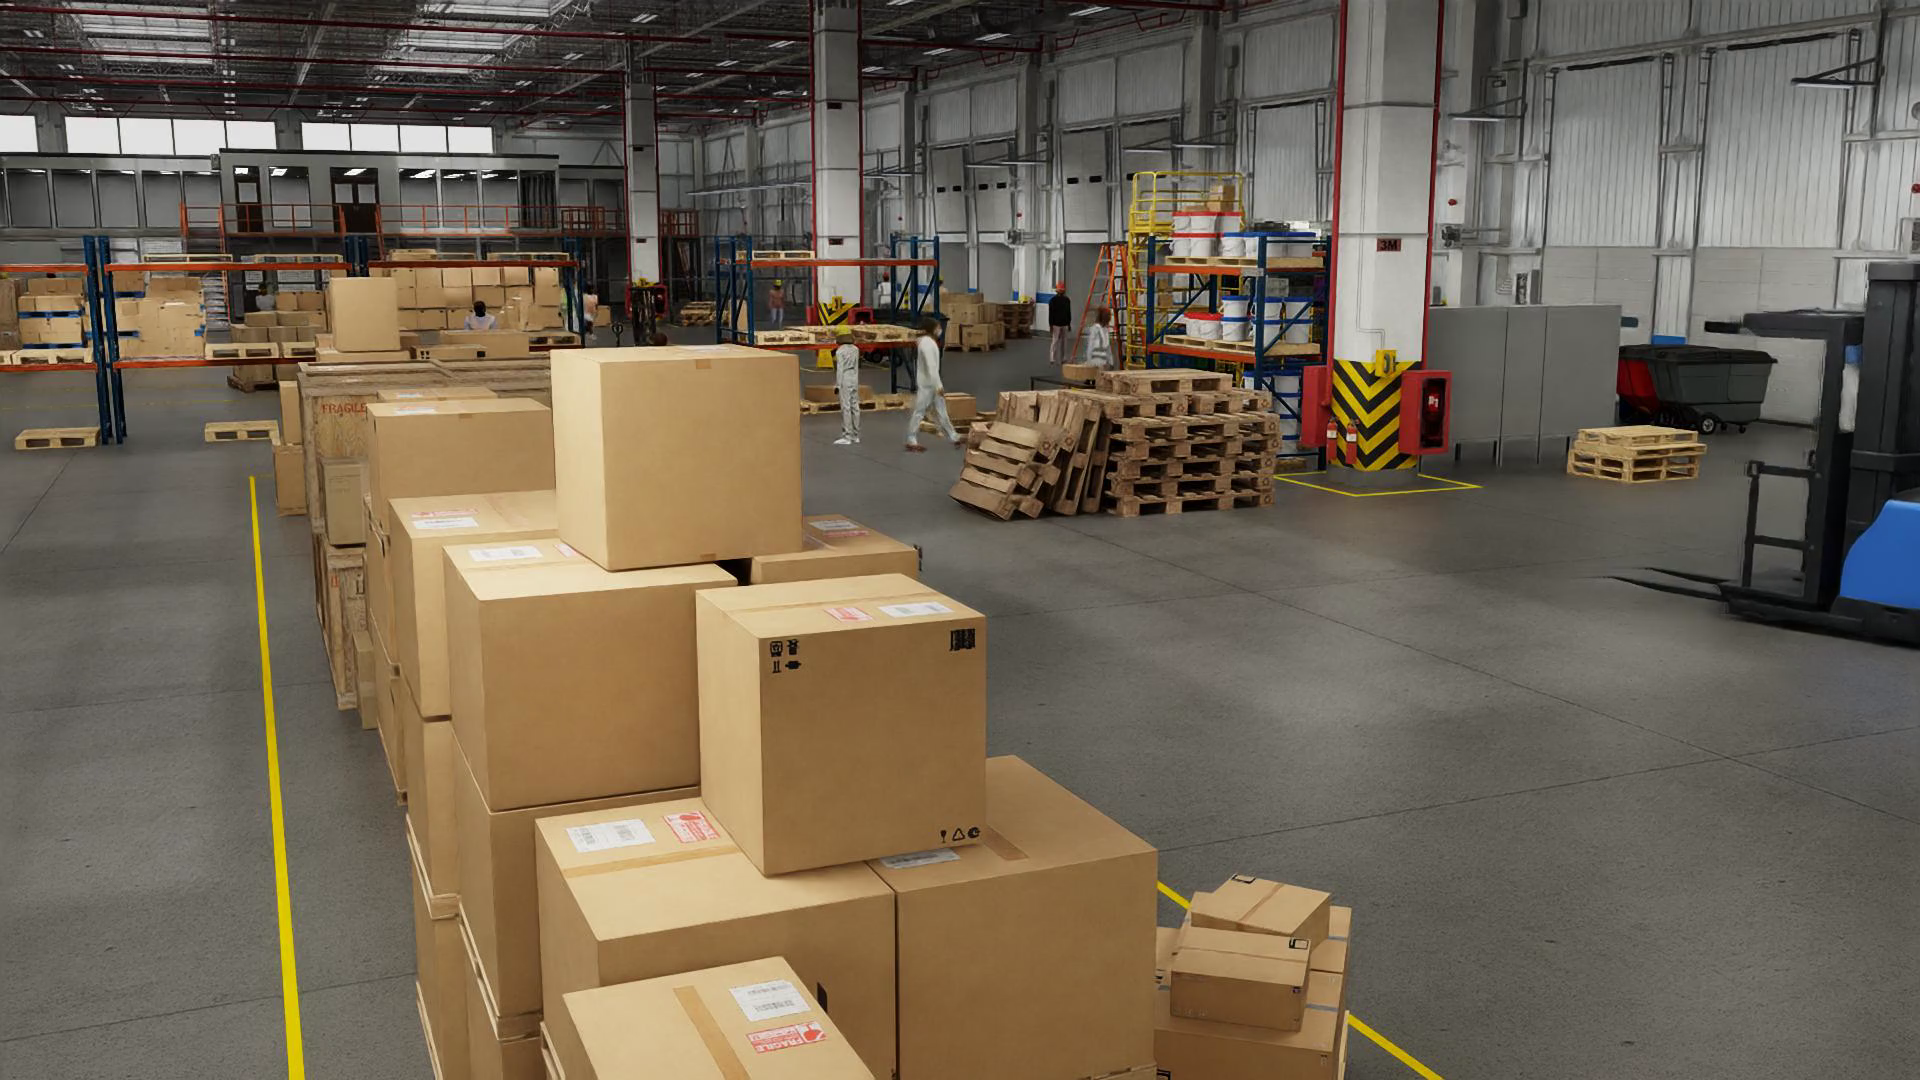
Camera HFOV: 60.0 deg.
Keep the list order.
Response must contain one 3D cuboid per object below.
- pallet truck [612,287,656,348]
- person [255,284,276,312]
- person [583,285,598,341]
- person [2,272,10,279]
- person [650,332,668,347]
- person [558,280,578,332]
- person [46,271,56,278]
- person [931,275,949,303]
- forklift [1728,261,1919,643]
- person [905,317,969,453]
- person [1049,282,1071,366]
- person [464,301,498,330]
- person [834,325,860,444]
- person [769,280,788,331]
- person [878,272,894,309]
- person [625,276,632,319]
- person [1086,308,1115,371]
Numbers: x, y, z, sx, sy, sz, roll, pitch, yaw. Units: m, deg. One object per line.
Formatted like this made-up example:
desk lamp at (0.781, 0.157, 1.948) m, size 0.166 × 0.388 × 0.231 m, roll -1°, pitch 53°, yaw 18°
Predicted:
pallet truck at (-6.464, -4.406, 35.401) m, size 0.823 × 1.965 × 1.885 m, roll 6°, pitch 12°, yaw 32°
person at (-18.219, -5.829, 43.717) m, size 0.516 × 1.832 × 0.921 m, roll -3°, pitch 11°, yaw -16°
person at (-10.959, -6.698, 48.986) m, size 0.851 × 1.659 × 0.562 m, roll 9°, pitch 14°, yaw 41°
person at (-30.839, -7.693, 53.758) m, size 0.704 × 1.911 × 0.597 m, roll 6°, pitch 12°, yaw 30°
person at (-3.734, -1.740, 21.198) m, size 0.410 × 1.825 × 0.531 m, roll 1°, pitch 10°, yaw 8°
person at (-11.317, -6.633, 48.206) m, size 0.623 × 1.811 × 0.867 m, roll 8°, pitch 13°, yaw 38°
person at (-28.048, -7.347, 51.486) m, size 0.608 × 2.045 × 0.369 m, roll -4°, pitch 11°, yaw -19°
person at (-0.613, -6.875, 49.282) m, size 0.659 × 1.904 × 0.441 m, roll -6°, pitch 12°, yaw -32°
forklift at (7.104, -0.700, 12.543) m, size 1.129 × 2.768 × 1.873 m, roll -8°, pitch 13°, yaw -38°
person at (-0.311, -2.163, 23.319) m, size 0.993 × 1.891 × 0.646 m, roll 1°, pitch 10°, yaw 4°
person at (2.372, -5.107, 39.320) m, size 0.608 × 1.985 × 0.408 m, roll -7°, pitch 12°, yaw -32°
person at (-8.996, -3.580, 31.296) m, size 0.634 × 1.836 × 0.429 m, roll -3°, pitch 11°, yaw -16°
person at (-1.677, -2.276, 24.389) m, size 0.311 × 1.735 × 0.484 m, roll 7°, pitch 12°, yaw 33°
person at (-5.468, -6.978, 50.219) m, size 0.554 × 1.750 × 0.489 m, roll -5°, pitch 11°, yaw -25°
person at (-2.399, -7.784, 54.251) m, size 0.551 × 1.919 × 0.404 m, roll -1°, pitch 10°, yaw -7°
person at (-12.135, -9.142, 61.645) m, size 0.616 × 1.943 × 0.395 m, roll 2°, pitch 10°, yaw 10°
person at (2.426, -2.982, 28.016) m, size 1.005 × 1.826 × 0.591 m, roll 6°, pitch 12°, yaw 28°
